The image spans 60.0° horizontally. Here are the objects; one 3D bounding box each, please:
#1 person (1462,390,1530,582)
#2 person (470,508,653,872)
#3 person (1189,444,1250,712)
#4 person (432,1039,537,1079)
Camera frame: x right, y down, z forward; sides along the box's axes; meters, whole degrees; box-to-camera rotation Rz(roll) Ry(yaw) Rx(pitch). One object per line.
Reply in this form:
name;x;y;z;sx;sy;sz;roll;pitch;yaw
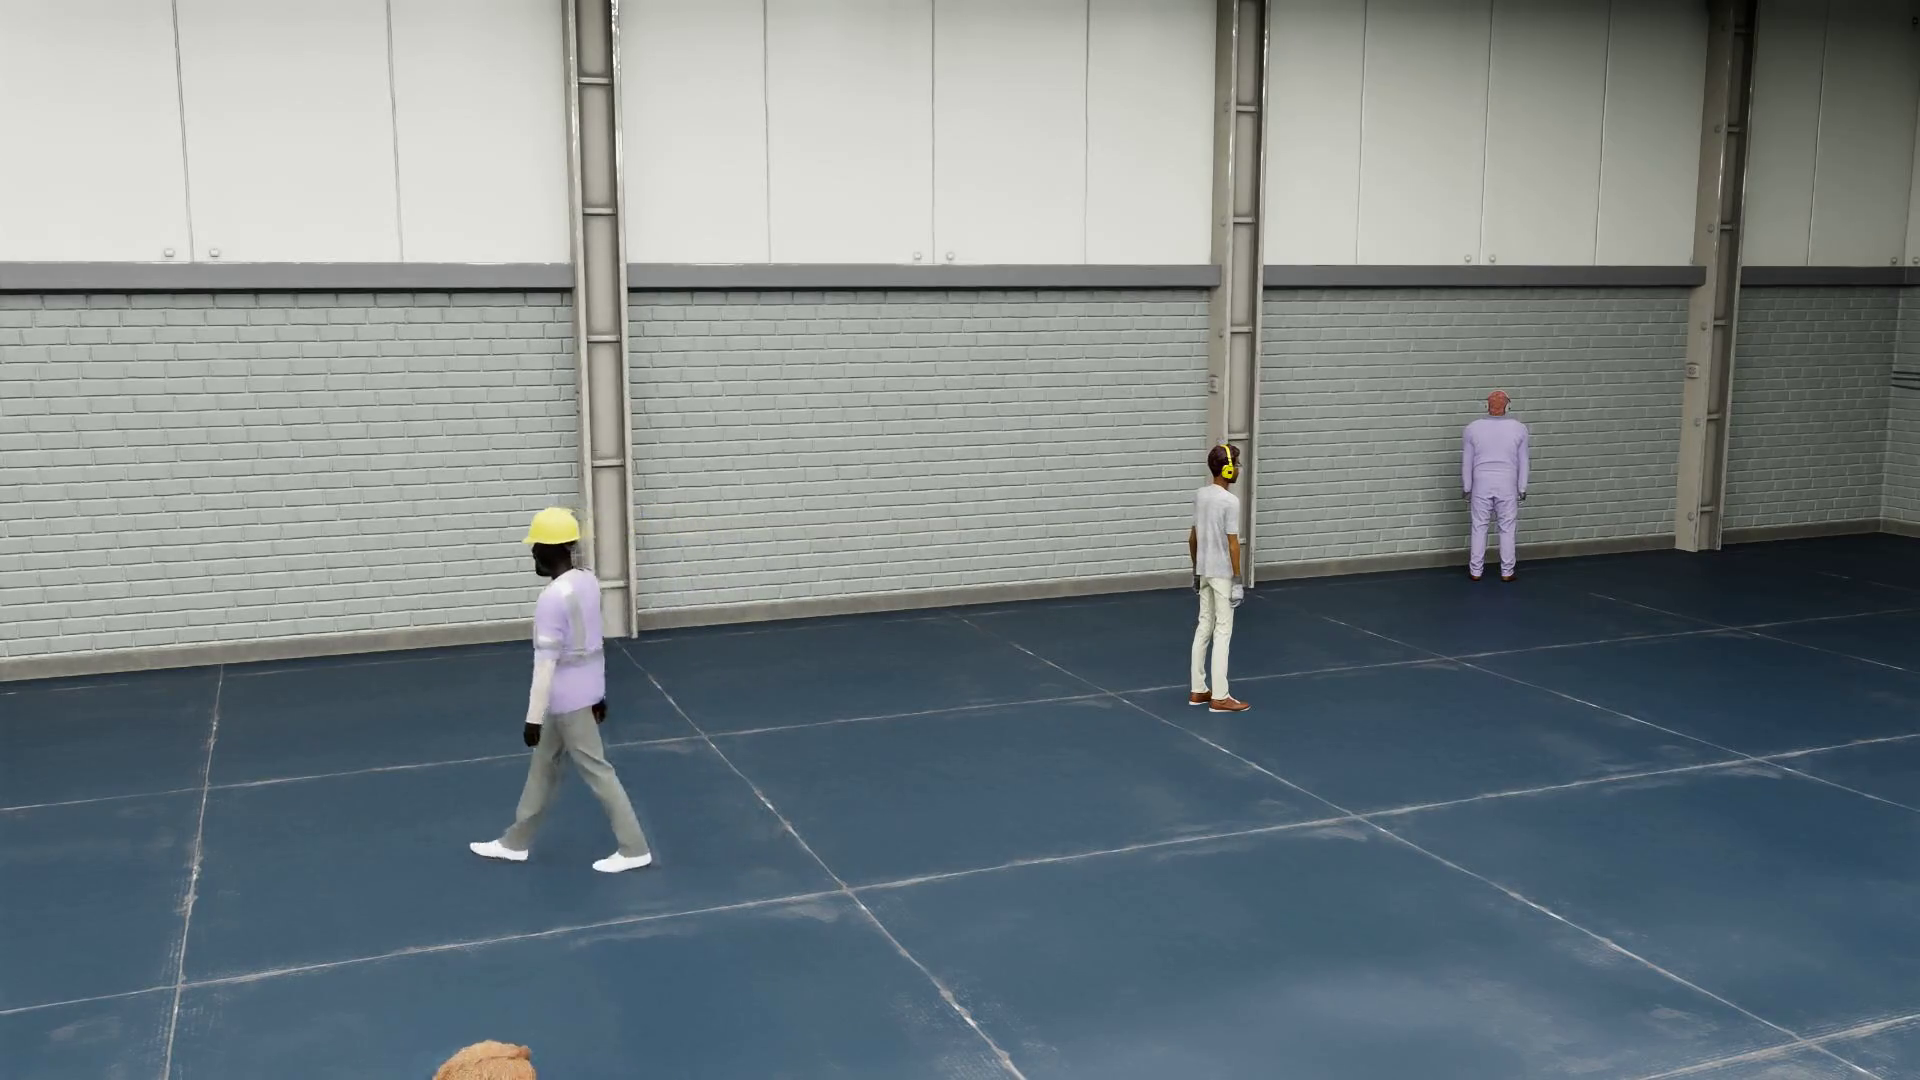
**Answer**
person;5.293;-0.530;16.465;0.640;1.909;0.409;3;10;18
person;-2.021;0.770;8.404;0.980;1.871;0.604;0;9;3
person;1.809;0.261;11.616;0.311;1.869;0.532;-5;10;-28
person;-0.856;1.725;3.225;0.542;1.610;0.528;-7;11;-36
